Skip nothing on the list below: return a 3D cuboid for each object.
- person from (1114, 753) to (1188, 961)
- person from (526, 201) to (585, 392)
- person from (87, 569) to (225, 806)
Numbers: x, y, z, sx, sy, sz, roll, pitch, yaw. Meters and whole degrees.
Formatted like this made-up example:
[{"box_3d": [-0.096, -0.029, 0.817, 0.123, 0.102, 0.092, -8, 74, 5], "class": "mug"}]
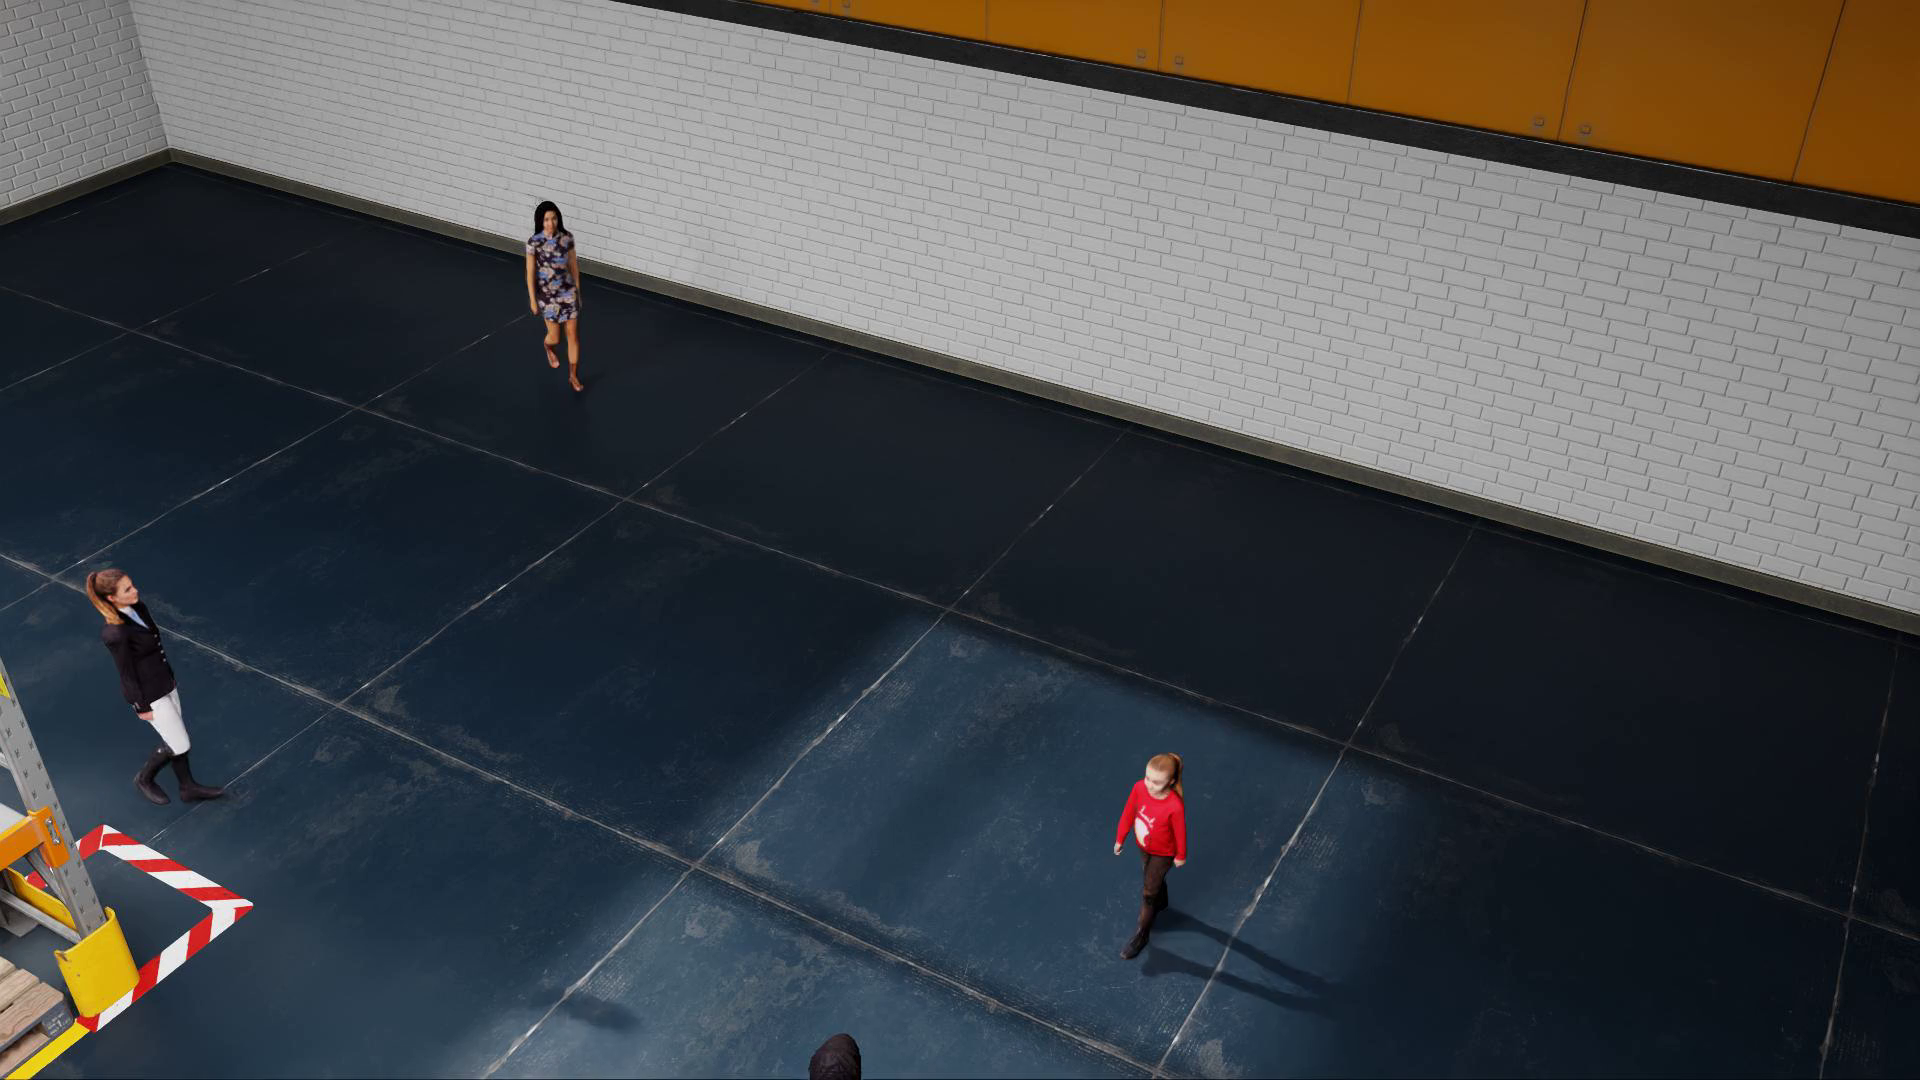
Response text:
[{"box_3d": [1.125, 1.651, 9.188, 0.804, 1.263, 0.628, -27, 42, -34], "class": "person"}, {"box_3d": [-3.530, -2.151, 14.497, 0.891, 1.718, 0.881, -20, 38, -27], "class": "person"}, {"box_3d": [-4.882, 0.915, 9.879, 0.818, 1.723, 0.776, -2, 34, -3], "class": "person"}]
